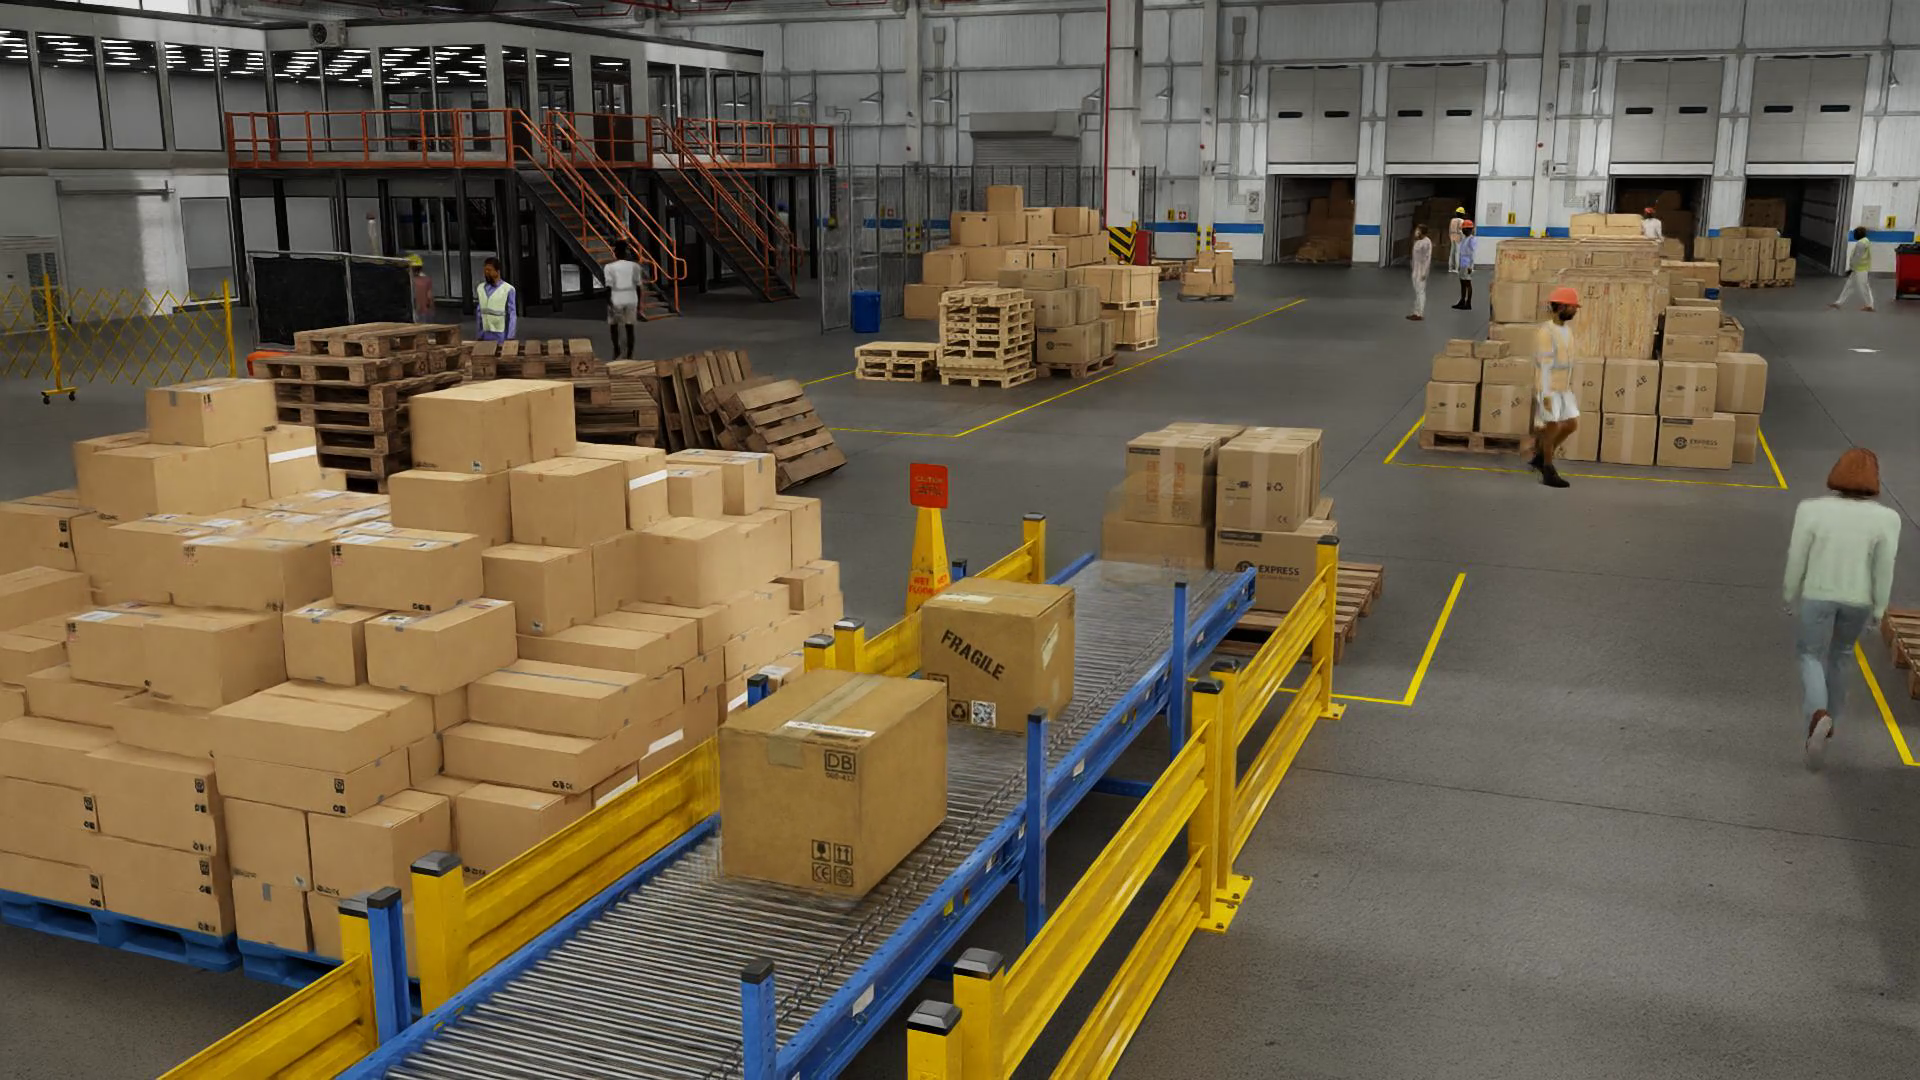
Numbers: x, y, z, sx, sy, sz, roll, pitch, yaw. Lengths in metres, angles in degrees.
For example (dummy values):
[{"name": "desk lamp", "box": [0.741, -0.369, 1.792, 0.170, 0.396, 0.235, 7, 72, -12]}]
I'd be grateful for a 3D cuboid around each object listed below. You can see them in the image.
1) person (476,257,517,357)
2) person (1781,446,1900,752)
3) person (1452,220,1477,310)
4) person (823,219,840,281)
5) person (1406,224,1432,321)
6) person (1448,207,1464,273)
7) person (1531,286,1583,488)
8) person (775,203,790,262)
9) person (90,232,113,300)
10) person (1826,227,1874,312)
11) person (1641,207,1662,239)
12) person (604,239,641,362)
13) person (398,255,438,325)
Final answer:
[{"name": "person", "box": [-5.869, -2.614, 21.094, 0.591, 1.917, 0.392, 6, 14, 25]}, {"name": "person", "box": [4.561, 0.317, 8.638, 0.501, 1.606, 0.638, 4, 13, 18]}, {"name": "person", "box": [10.978, -5.978, 36.134, 0.358, 1.937, 0.549, -2, 13, -11]}, {"name": "person", "box": [-3.505, -7.896, 45.305, 0.490, 1.671, 0.885, 1, 13, 4]}, {"name": "person", "box": [9.239, -5.391, 33.519, 0.445, 1.931, 0.655, -1, 13, -3]}, {"name": "person", "box": [14.583, -8.785, 48.769, 0.379, 1.918, 0.585, -5, 14, -23]}, {"name": "person", "box": [5.710, -1.458, 15.913, 0.571, 1.916, 0.409, -9, 15, -34]}, {"name": "person", "box": [-5.870, -10.071, 54.524, 0.631, 1.911, 0.848, -5, 14, -23]}, {"name": "person", "box": [-19.227, -6.138, 36.999, 0.659, 1.856, 0.973, 2, 13, 9]}, {"name": "person", "box": [19.215, -5.797, 35.653, 0.946, 1.792, 0.635, 6, 14, 27]}, {"name": "person", "box": [19.699, -8.508, 47.496, 0.659, 1.949, 0.705, 8, 15, 30]}, {"name": "person", "box": [-5.268, -3.710, 25.950, 0.612, 1.943, 0.679, -6, 14, -24]}, {"name": "person", "box": [-8.135, -3.411, 25.041, 0.577, 1.746, 0.543, 10, 16, 38]}]
